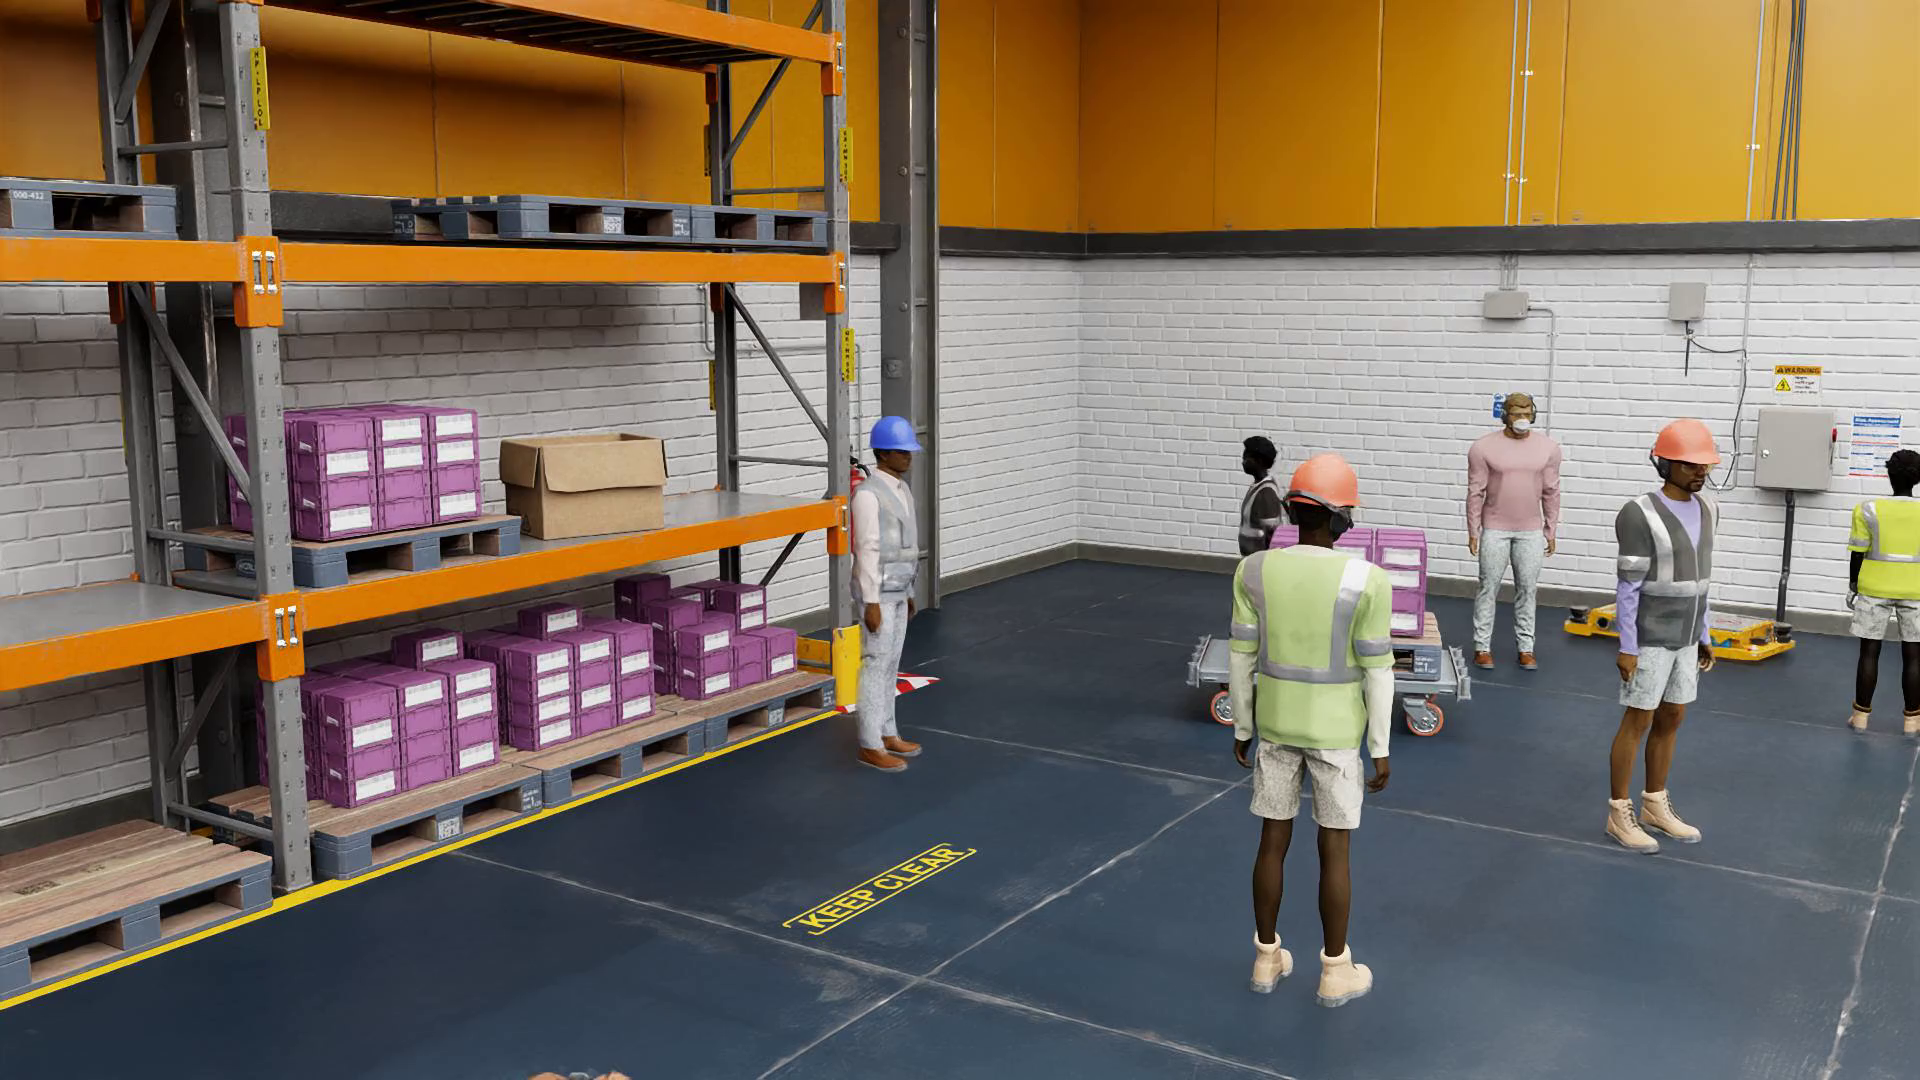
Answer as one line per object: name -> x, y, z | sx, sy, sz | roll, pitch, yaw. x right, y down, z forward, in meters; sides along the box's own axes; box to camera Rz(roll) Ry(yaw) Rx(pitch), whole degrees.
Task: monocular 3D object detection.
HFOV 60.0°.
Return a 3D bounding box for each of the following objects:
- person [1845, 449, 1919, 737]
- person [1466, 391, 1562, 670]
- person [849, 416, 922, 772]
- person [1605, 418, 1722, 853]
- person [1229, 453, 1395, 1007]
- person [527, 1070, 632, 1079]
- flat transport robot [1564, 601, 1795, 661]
person -> 5.510, 0.312, 9.798 | 0.541, 1.697, 0.316 | 4, 10, 25
person -> 3.808, -0.061, 11.483 | 0.629, 1.932, 0.365 | 1, 9, 6
person -> -0.401, 0.285, 9.169 | 0.404, 1.945, 0.612 | 3, 9, 17
person -> 3.339, 0.446, 7.811 | 0.613, 2.041, 0.393 | -5, 10, -28
person -> 1.311, 0.696, 6.184 | 0.615, 2.041, 0.385 | 5, 10, 32
person -> -0.504, 1.503, 2.268 | 0.394, 1.622, 0.547 | 1, 9, 6
flat transport robot -> 5.286, 0.644, 12.259 | 0.652, 0.197, 1.431 | -8, 12, -42
